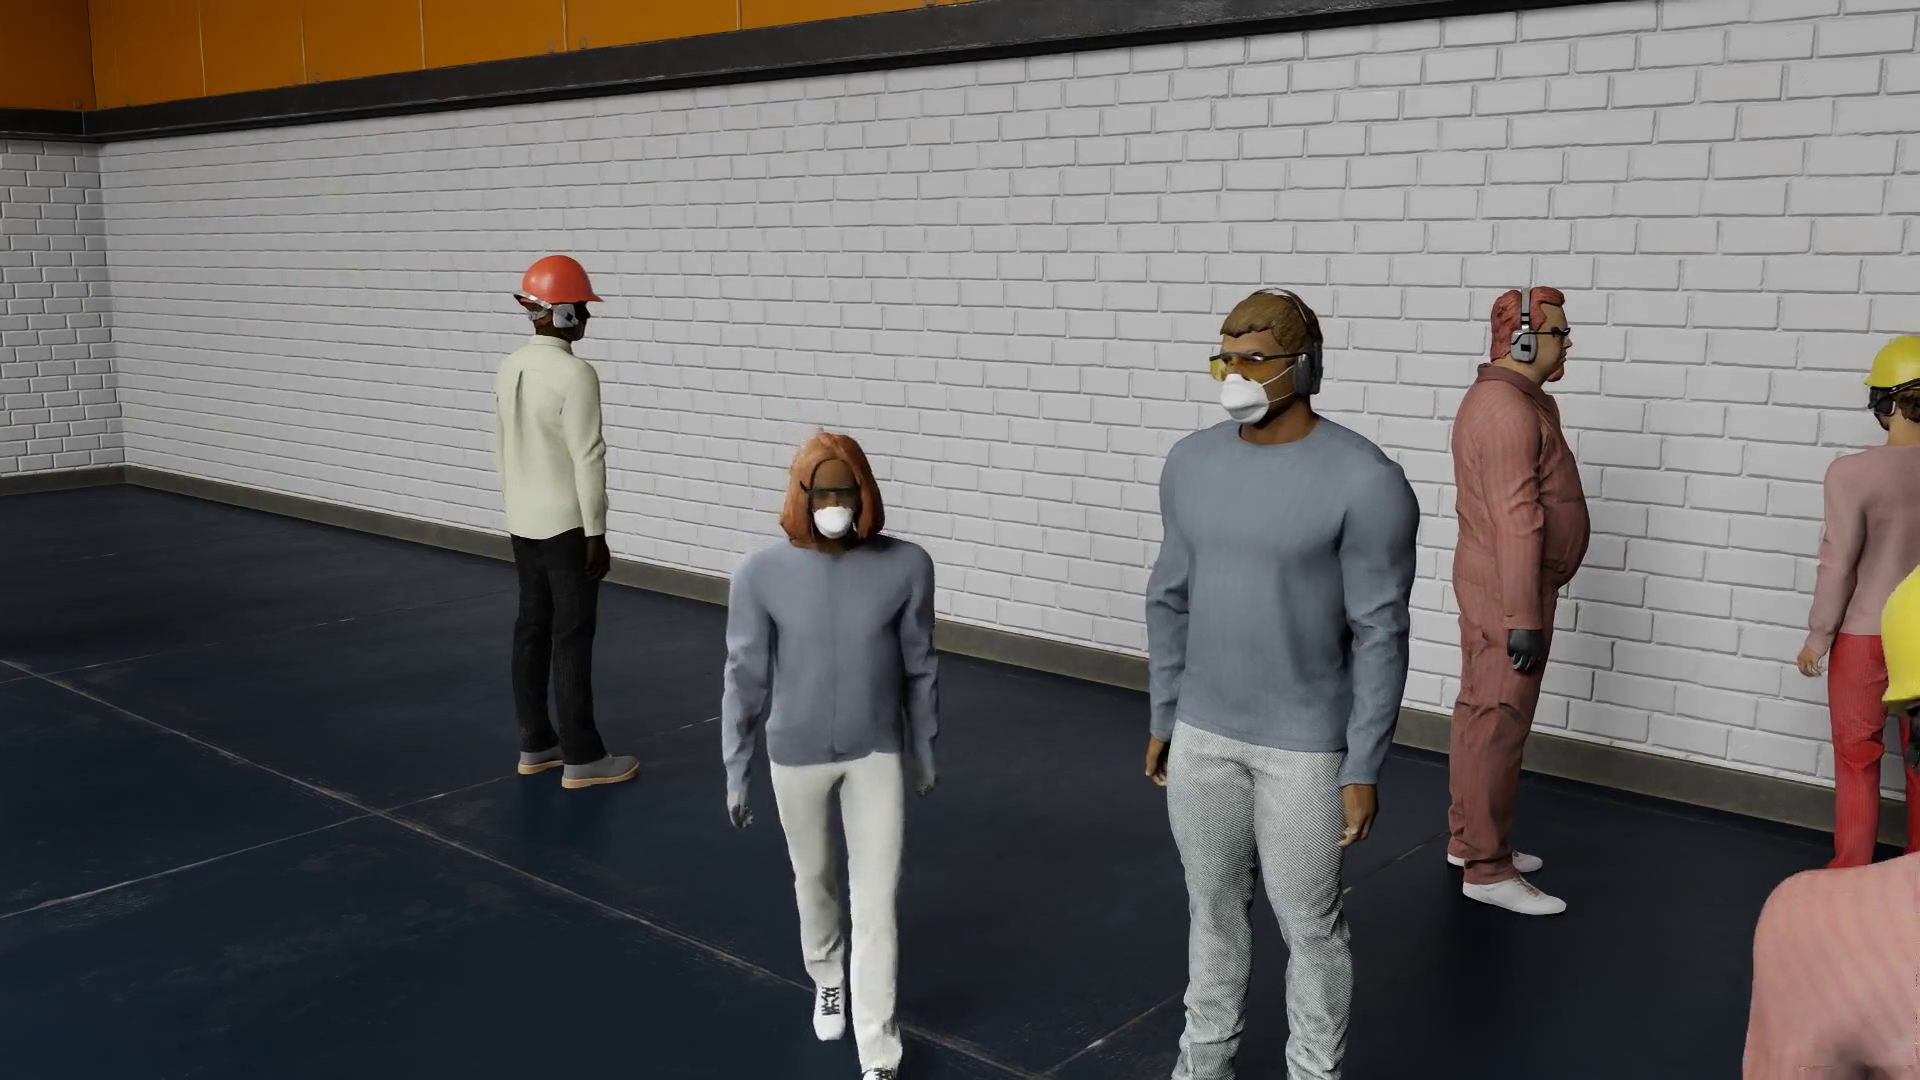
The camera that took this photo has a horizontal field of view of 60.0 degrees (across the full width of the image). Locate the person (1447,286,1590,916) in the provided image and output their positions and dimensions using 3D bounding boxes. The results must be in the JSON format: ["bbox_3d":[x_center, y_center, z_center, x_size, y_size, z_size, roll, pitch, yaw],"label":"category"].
[{"bbox_3d":[1.720,0.178,5.151,0.410,1.909,0.643,2,10,9],"label":"person"}]

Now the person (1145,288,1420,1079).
[{"bbox_3d":[0.659,0.432,3.611,0.629,1.940,0.372,9,13,42],"label":"person"}]

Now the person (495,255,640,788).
[{"bbox_3d":[-1.511,-0.068,6.300,0.612,1.994,0.394,9,14,43],"label":"person"}]

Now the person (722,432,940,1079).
[{"bbox_3d":[-0.301,0.540,3.975,0.528,1.581,0.854,-1,10,-7],"label":"person"}]

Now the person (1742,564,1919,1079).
[{"bbox_3d":[1.098,0.870,1.700,0.595,1.722,0.523,3,10,18],"label":"person"}]

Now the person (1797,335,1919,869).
[{"bbox_3d":[2.778,0.277,4.986,0.524,1.770,0.315,-1,10,-7],"label":"person"}]
